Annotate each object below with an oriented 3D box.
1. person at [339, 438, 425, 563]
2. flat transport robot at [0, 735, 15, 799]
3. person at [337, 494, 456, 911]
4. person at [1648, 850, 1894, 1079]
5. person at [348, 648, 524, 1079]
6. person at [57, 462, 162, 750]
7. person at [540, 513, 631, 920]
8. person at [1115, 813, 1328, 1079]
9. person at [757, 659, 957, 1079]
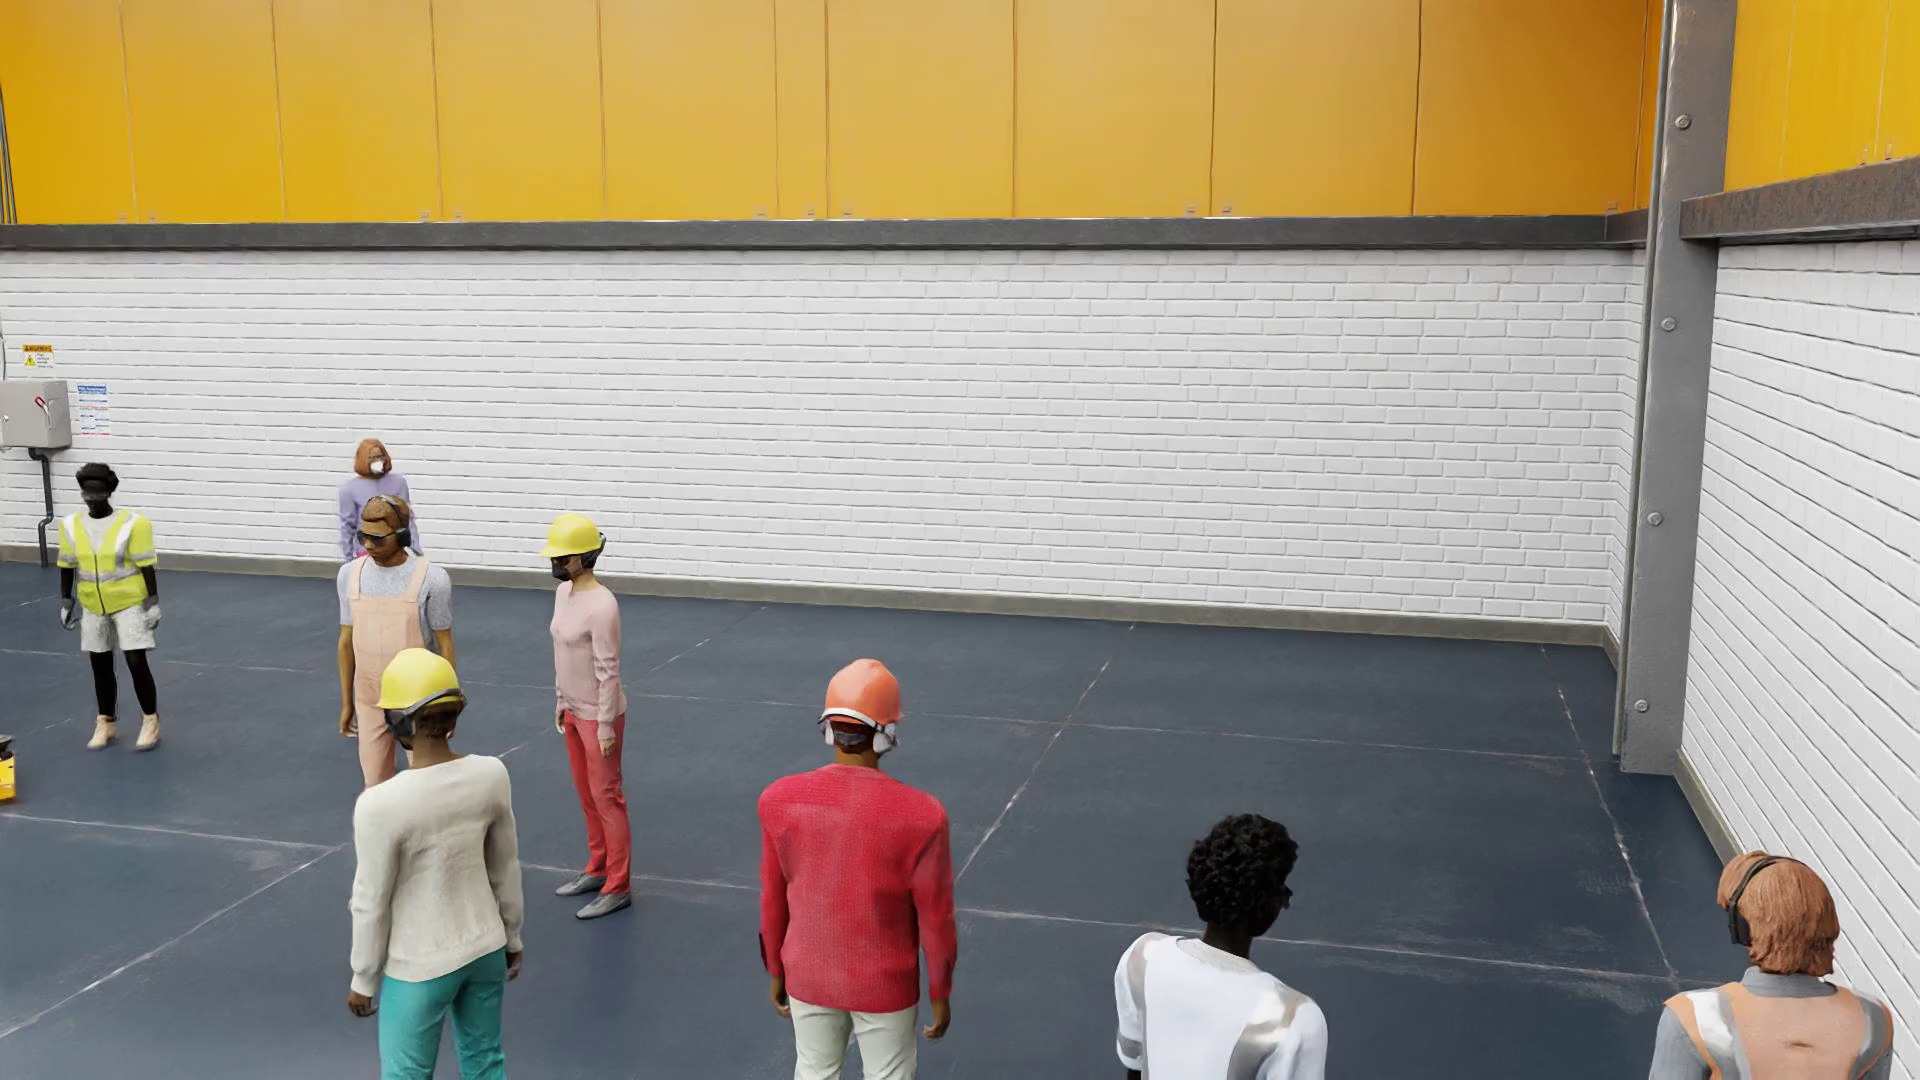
[{"bbox_3d":[-4.095,0.069,11.674,0.820,1.599,0.510,9,13,41],"label":"person"},{"bbox_3d":[-5.695,1.258,8.564,1.431,0.197,0.652,-5,11,-29],"label":"flat transport robot"},{"bbox_3d":[-2.439,0.706,7.214,0.506,1.838,0.350,1,10,4],"label":"person"},{"bbox_3d":[1.650,1.448,3.458,0.525,1.631,0.320,-1,10,-7],"label":"person"},{"bbox_3d":[-1.460,1.176,4.695,0.383,1.755,0.542,6,11,30],"label":"person"},{"bbox_3d":[-4.870,0.379,9.563,0.594,1.687,0.349,0,10,1],"label":"person"},{"bbox_3d":[-1.623,0.750,7.192,0.340,1.761,0.523,-7,12,-34],"label":"person"},{"bbox_3d":[0.549,1.405,3.543,0.320,1.686,0.539,-9,13,-42],"label":"person"},{"bbox_3d":[-0.278,1.191,4.641,0.574,1.742,0.355,3,10,17],"label":"person"}]
